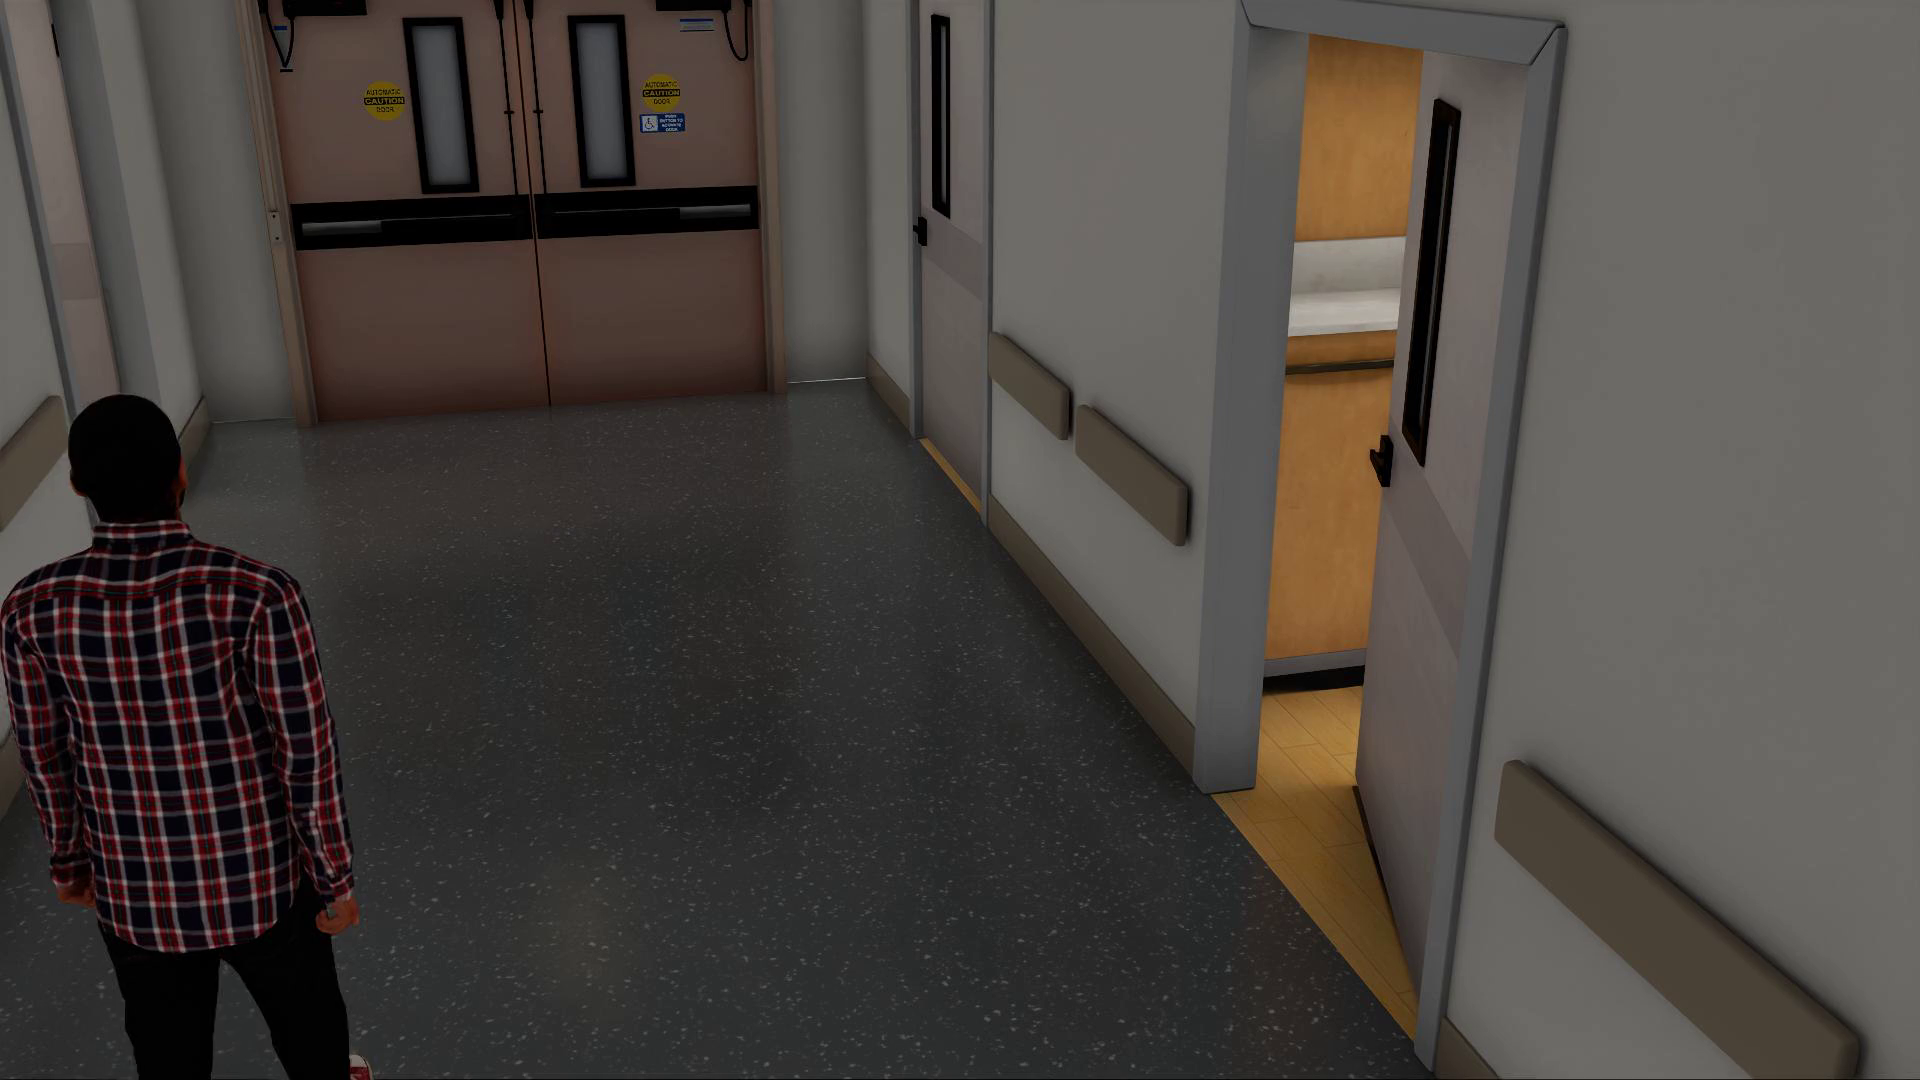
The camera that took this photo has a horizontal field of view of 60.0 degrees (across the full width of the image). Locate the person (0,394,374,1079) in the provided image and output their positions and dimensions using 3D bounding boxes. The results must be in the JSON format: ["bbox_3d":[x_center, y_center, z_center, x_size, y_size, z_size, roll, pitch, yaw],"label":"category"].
[{"bbox_3d":[-1.373,0.623,2.955,0.774,1.725,1.040,-3,21,-8],"label":"person"}]
